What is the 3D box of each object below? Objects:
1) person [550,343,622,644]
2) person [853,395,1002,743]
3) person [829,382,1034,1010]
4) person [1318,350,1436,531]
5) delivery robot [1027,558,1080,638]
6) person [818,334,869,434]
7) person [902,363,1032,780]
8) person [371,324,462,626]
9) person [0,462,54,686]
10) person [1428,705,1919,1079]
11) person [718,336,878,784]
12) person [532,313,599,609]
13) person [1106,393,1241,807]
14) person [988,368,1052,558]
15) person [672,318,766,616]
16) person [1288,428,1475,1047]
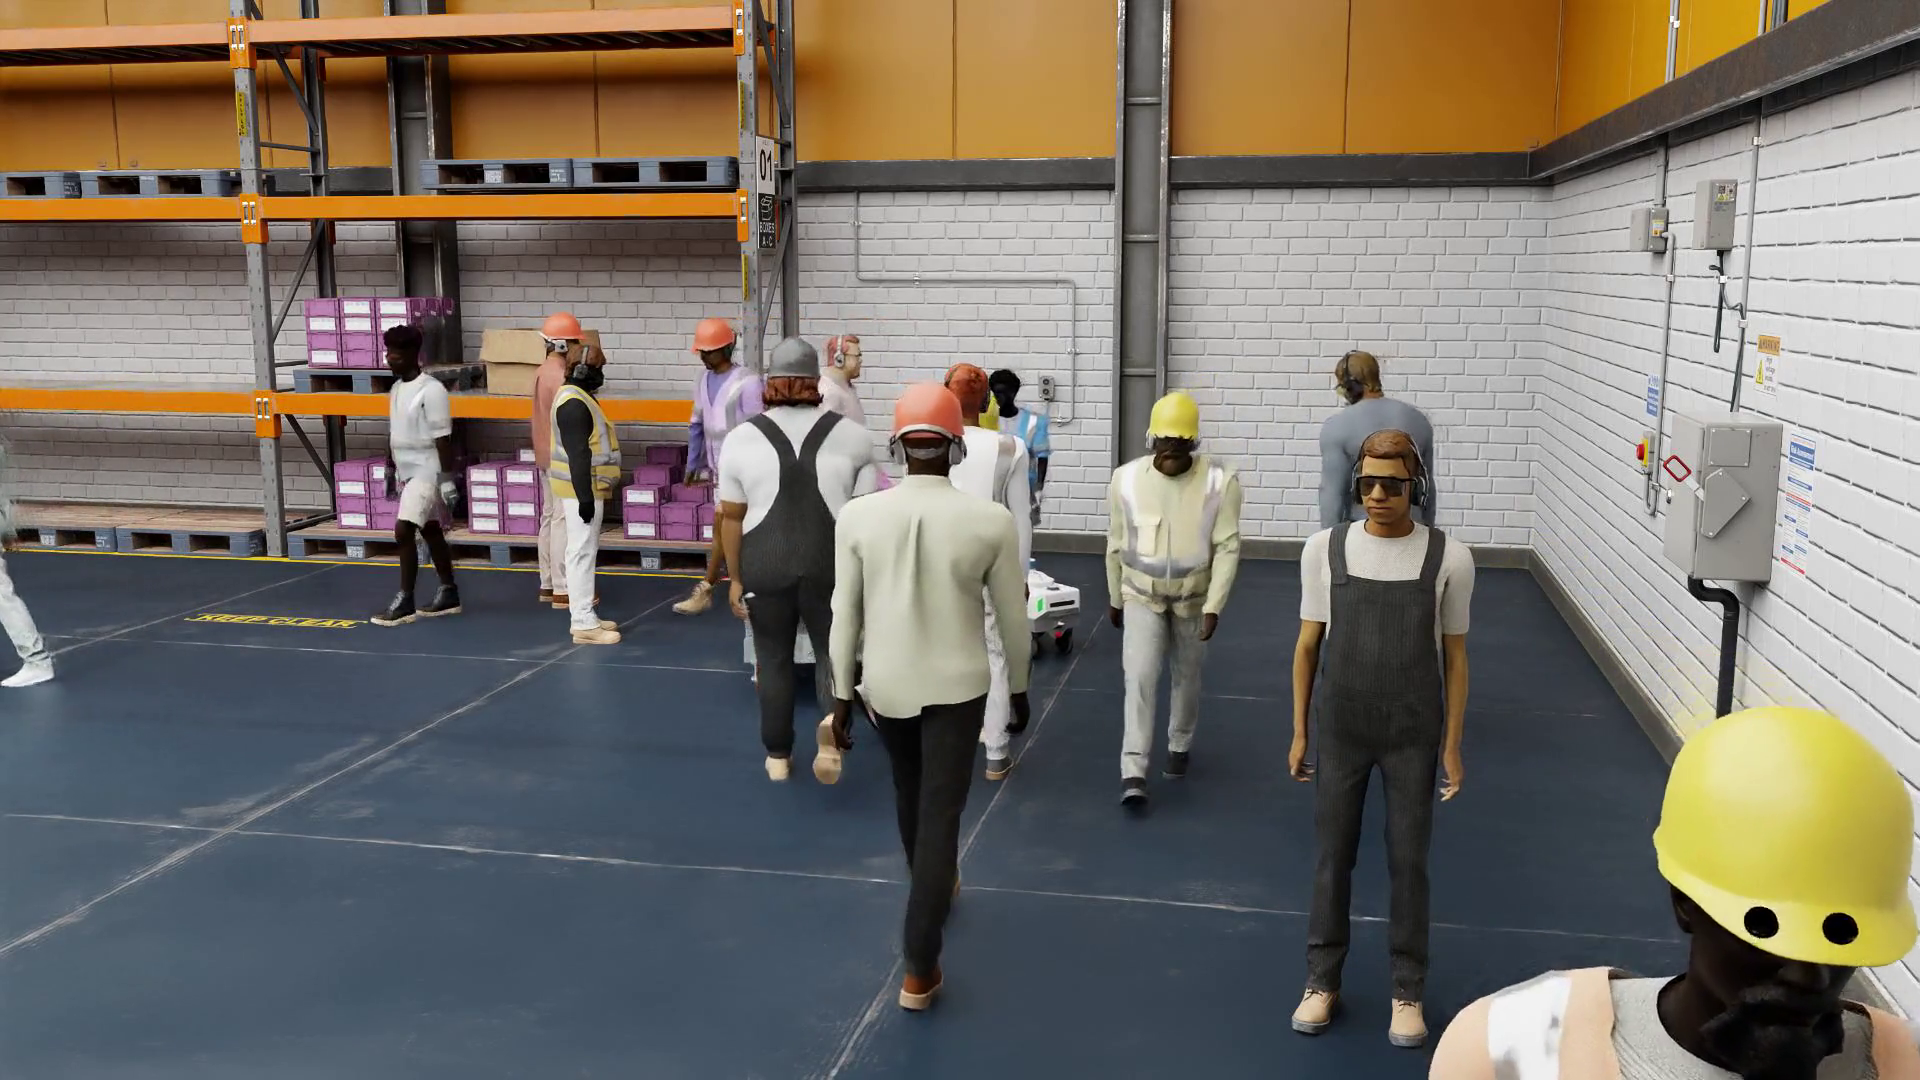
[{"bbox_3d":[-2.298,-0.287,10.250,0.429,1.839,0.623,-2,10,-13],"label":"person"},{"bbox_3d":[-0.140,0.151,7.932,0.682,1.722,0.582,-2,10,-9],"label":"person"},{"bbox_3d":[-0.083,0.458,5.457,0.643,1.937,1.012,2,10,12],"label":"person"},{"bbox_3d":[2.097,0.008,8.294,0.756,1.891,0.646,-3,10,-15],"label":"person"},{"bbox_3d":[0.402,0.353,9.964,0.477,0.478,0.707,-6,11,-34],"label":"delivery robot"},{"bbox_3d":[-0.885,-0.423,10.975,0.848,1.874,0.641,2,10,11],"label":"person"},{"bbox_3d":[0.030,0.151,7.466,0.584,1.884,0.347,0,9,-2],"label":"person"},{"bbox_3d":[-3.589,-0.415,10.723,0.815,1.928,0.652,-8,12,-40],"label":"person"},{"bbox_3d":[-5.474,-0.032,9.161,0.925,1.680,0.490,0,9,1],"label":"person"},{"bbox_3d":[0.760,1.101,1.682,0.613,1.904,0.614,2,10,13],"label":"person"},{"bbox_3d":[-0.704,0.104,7.278,0.690,2.000,0.738,-1,9,-7],"label":"person"},{"bbox_3d":[-2.692,-0.539,11.293,0.397,1.992,0.621,-5,11,-28],"label":"person"},{"bbox_3d":[0.907,0.254,7.184,0.584,1.768,0.998,2,10,10],"label":"person"},{"bbox_3d":[0.338,-0.362,11.296,0.552,1.643,0.808,0,9,1],"label":"person"},{"bbox_3d":[-1.532,-0.520,11.271,0.659,1.977,1.085,9,13,44],"label":"person"},{"bbox_3d":[1.243,0.586,4.966,0.514,1.845,0.338,3,10,19],"label":"person"}]
